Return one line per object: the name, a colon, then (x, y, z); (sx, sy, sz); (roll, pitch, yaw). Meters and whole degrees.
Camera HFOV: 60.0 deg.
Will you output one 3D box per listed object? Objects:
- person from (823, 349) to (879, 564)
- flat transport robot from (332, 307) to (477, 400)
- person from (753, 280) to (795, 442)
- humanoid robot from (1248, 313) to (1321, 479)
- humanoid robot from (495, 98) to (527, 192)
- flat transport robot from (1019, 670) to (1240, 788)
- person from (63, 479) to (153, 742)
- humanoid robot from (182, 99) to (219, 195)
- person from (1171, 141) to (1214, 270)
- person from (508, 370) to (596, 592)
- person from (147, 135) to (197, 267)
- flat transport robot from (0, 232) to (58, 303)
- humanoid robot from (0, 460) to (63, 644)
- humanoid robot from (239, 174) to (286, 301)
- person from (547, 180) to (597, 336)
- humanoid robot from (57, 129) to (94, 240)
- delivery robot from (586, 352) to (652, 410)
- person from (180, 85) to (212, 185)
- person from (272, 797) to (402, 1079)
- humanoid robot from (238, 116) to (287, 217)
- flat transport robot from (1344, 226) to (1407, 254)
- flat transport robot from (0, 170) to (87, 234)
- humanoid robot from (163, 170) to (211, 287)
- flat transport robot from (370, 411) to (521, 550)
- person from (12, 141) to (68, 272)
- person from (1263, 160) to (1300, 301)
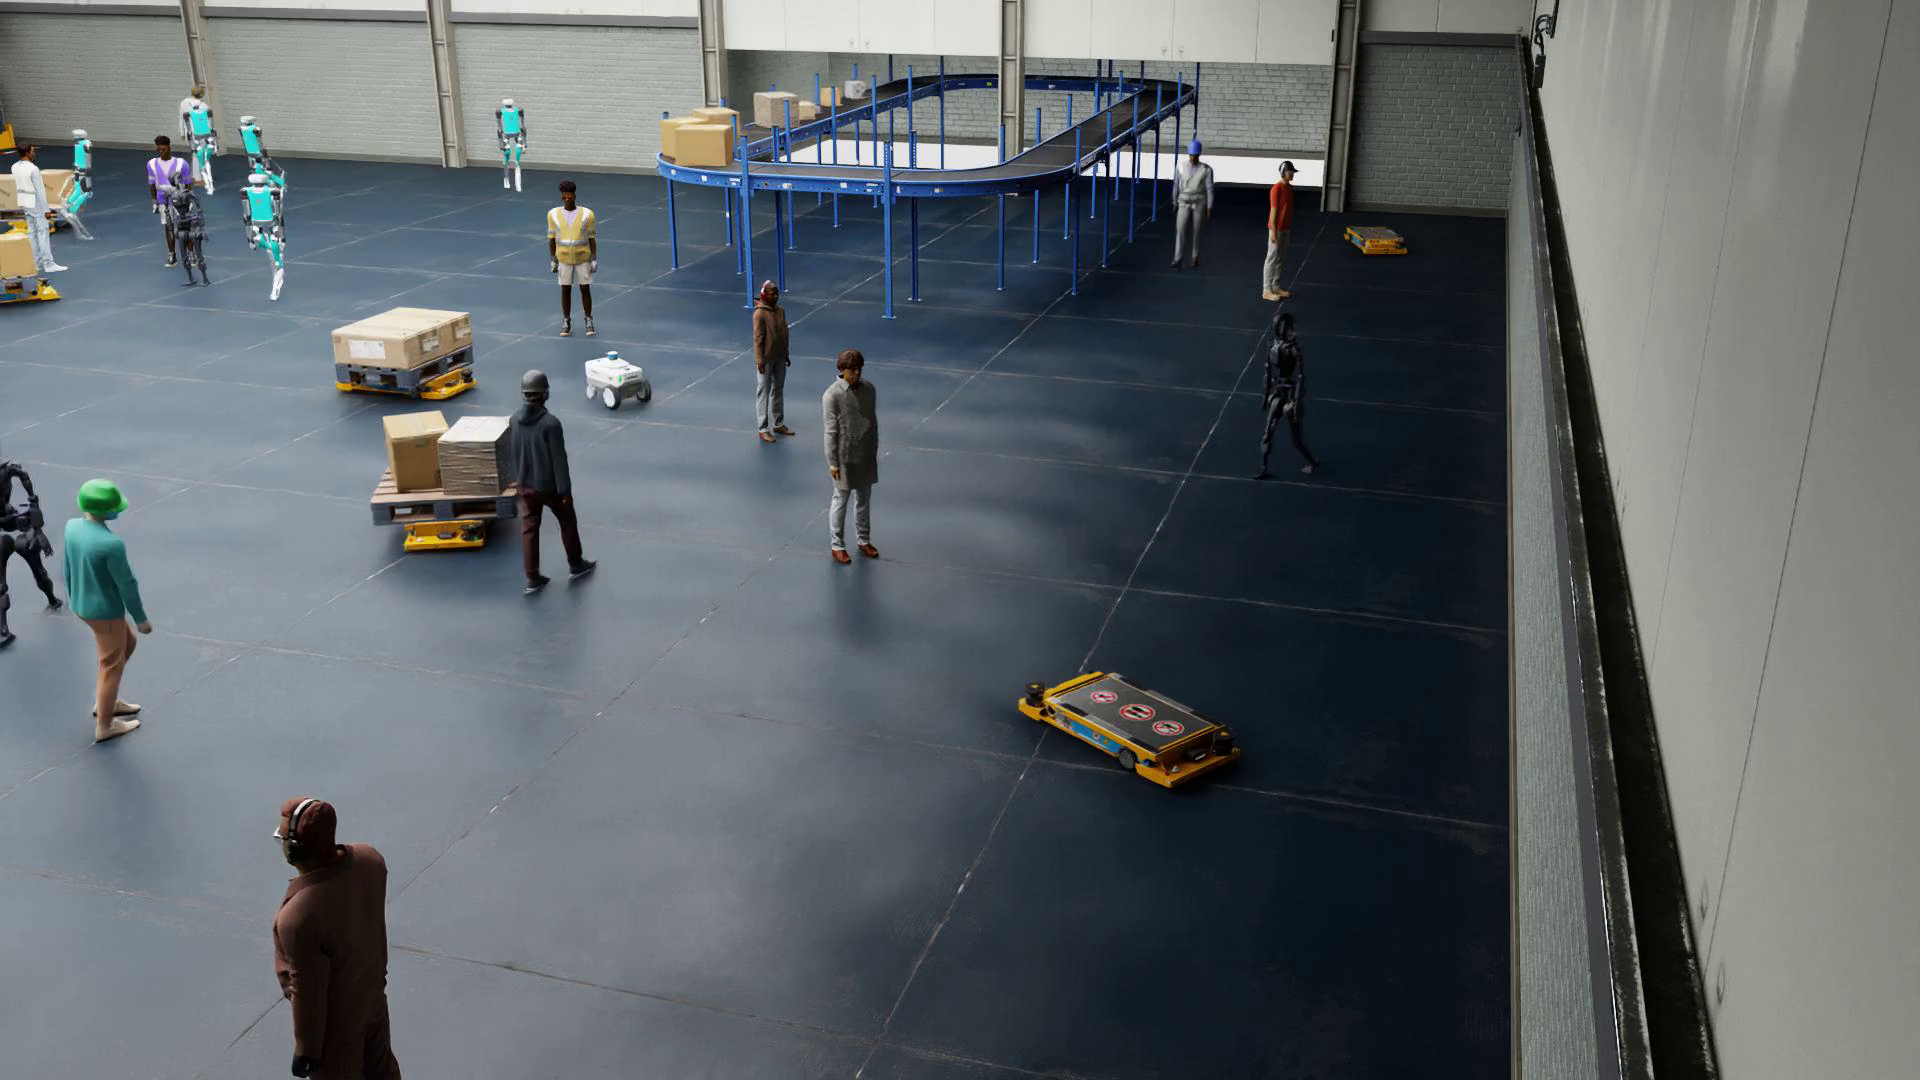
person: (-0.894, -0.699, 13.844); (0.498, 1.825, 0.371); (-16, 26, -35)
flat transport robot: (-6.285, -1.820, 18.899); (1.431, 0.231, 0.659); (7, 22, 17)
person: (-1.937, -1.844, 17.035); (0.333, 1.651, 0.458); (15, 26, 33)
humanoid robot: (3.153, -1.372, 15.861); (0.747, 1.646, 0.609); (-11, 24, -26)
humanoid robot: (-8.579, -7.509, 31.695); (0.550, 1.828, 0.885); (-10, 23, -25)
flat transport robot: (1.105, 1.213, 11.033); (0.659, 0.231, 1.431); (-17, 27, -37)
person: (-5.587, 0.446, 10.866); (0.617, 1.823, 0.463); (15, 26, 34)
humanoid robot: (-14.345, -7.406, 31.369); (0.582, 1.795, 0.809); (-19, 28, -40)
person: (3.459, -4.986, 24.837); (0.639, 1.897, 0.947); (7, 22, 17)
person: (-3.293, -0.507, 13.380); (0.603, 1.783, 0.754); (9, 23, 22)
person: (-11.870, -5.107, 25.067); (0.605, 1.965, 0.368); (-4, 21, -10)
flat transport robot: (-13.338, -3.395, 22.984); (1.431, 0.231, 0.659); (-15, 26, -34)
humanoid robot: (-7.128, -0.069, 12.490); (0.593, 1.617, 0.834); (-2, 21, -4)
humanoid robot: (-9.646, -4.259, 23.285); (0.544, 1.781, 1.076); (-2, 21, -6)
person: (-4.901, -3.572, 21.087); (0.602, 1.966, 0.368); (-3, 21, -9)
humanoid robot: (-14.371, -5.719, 26.983); (0.553, 1.794, 0.738); (19, 28, 40)
delivery robot: (-3.803, -1.766, 18.384); (0.805, 0.612, 0.499); (20, 29, 41)
person: (-14.789, -7.862, 32.299); (0.648, 1.903, 0.481); (10, 23, 24)
person: (-2.596, 1.926, 6.909); (0.409, 1.906, 0.653); (3, 21, 9)
humanoid robot: (-12.110, -6.531, 29.073); (0.535, 1.782, 0.687); (13, 24, 30)
flat transport robot: (6.641, -4.796, 26.617); (0.659, 0.231, 1.431); (-1, 21, -2)
flat transport robot: (-15.527, -5.378, 28.126); (0.659, 0.231, 1.431); (-3, 21, -8)
humanoid robot: (-11.039, -4.449, 23.759); (0.613, 1.650, 0.307); (3, 21, 7)
flat transport robot: (-4.506, -0.248, 14.820); (0.659, 0.231, 1.431); (-3, 21, -8)
person: (-13.749, -4.943, 24.710); (0.589, 1.919, 0.393); (11, 24, 27)
person: (4.469, -4.284, 23.011); (0.416, 1.911, 0.475); (17, 27, 36)
